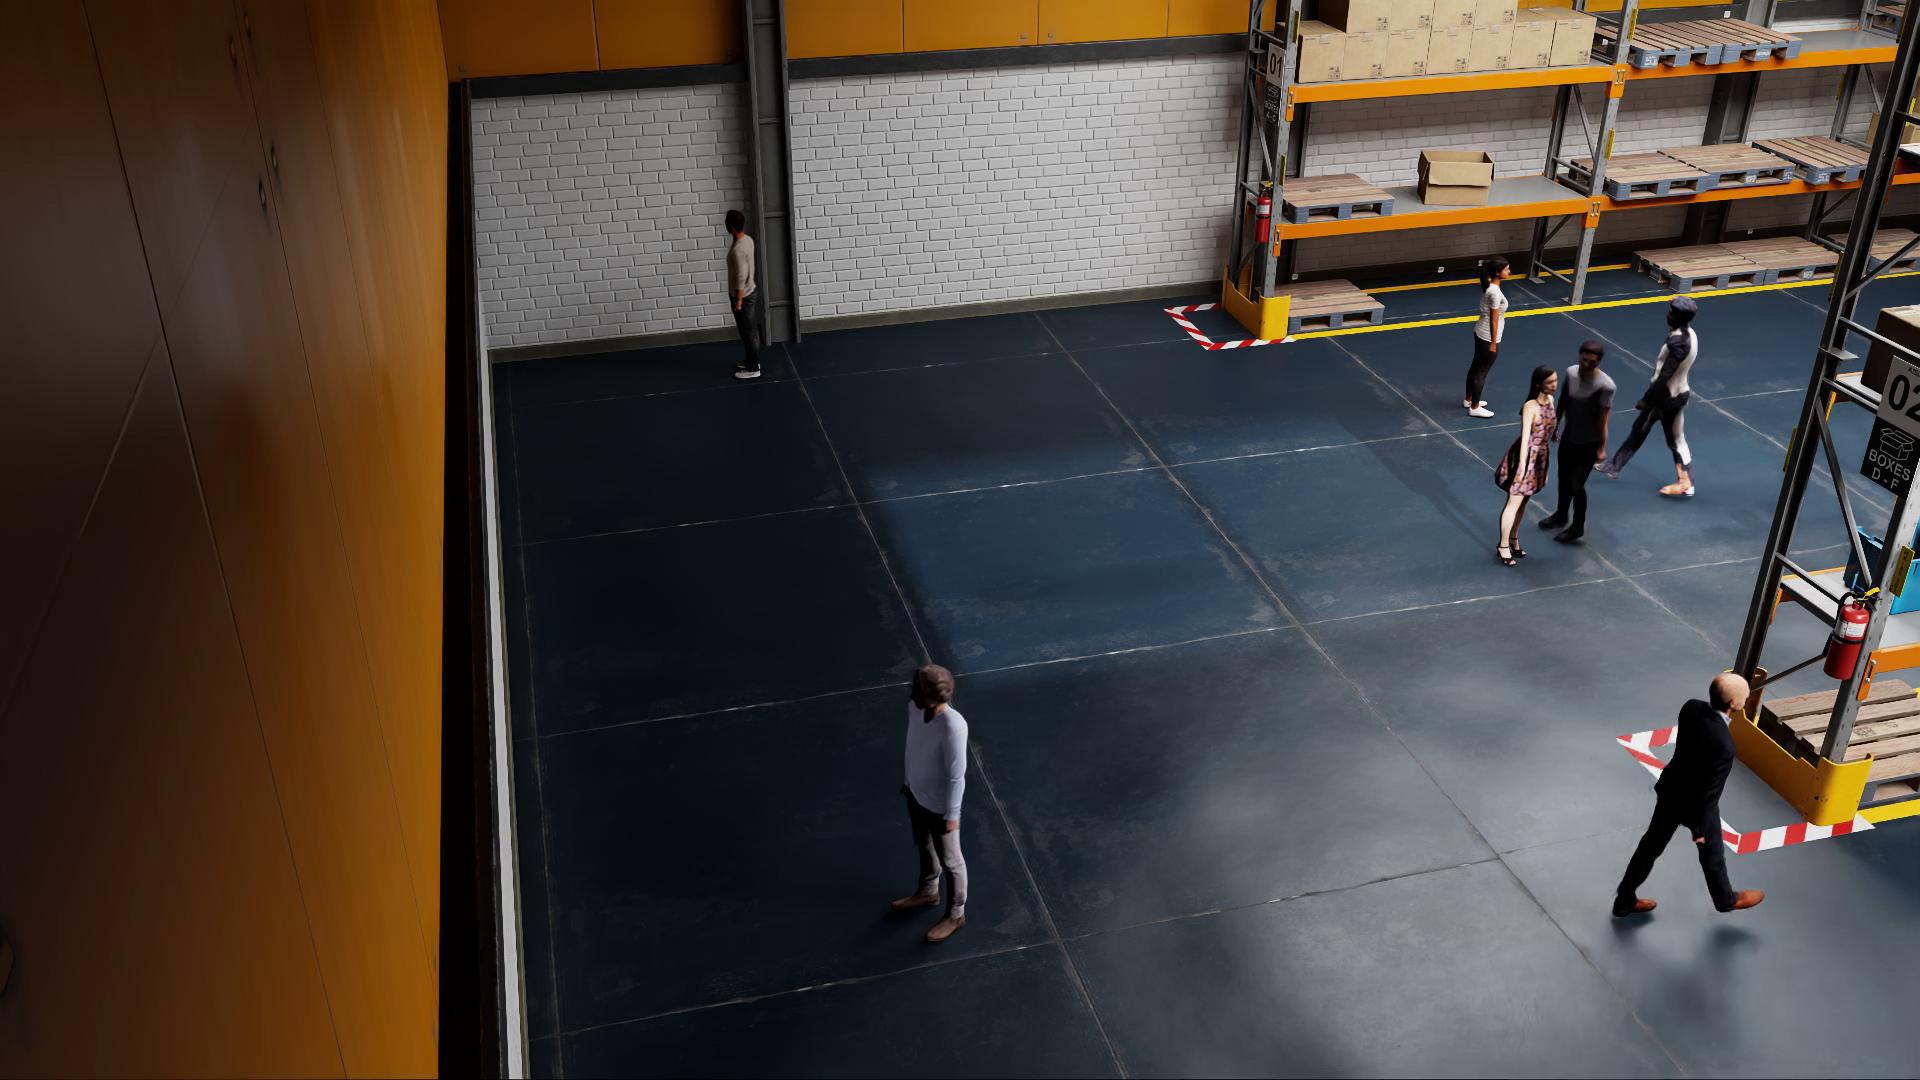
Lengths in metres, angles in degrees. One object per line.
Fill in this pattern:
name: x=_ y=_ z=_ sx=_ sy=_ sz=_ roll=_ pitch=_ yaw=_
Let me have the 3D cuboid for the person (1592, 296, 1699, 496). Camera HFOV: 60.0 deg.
person: x=6.467 y=-1.242 z=14.964 sx=1.269 sy=1.845 sz=1.088 roll=9 pitch=30 yaw=16

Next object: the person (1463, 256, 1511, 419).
person: x=5.274 y=-2.050 z=16.652 sx=0.622 sy=1.647 sz=0.628 roll=2 pitch=29 yaw=3

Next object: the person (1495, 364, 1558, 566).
person: x=4.760 y=-0.638 z=13.931 sx=0.853 sy=1.774 sz=0.771 roll=25 pitch=37 yaw=38

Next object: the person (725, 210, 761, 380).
person: x=-2.259 y=-2.588 z=17.474 sx=0.666 sy=1.804 sz=0.714 roll=1 pitch=29 yaw=2

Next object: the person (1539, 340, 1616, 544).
person: x=5.388 y=-0.862 z=14.269 sx=0.791 sy=1.843 sz=0.830 roll=-11 pitch=30 yaw=-19

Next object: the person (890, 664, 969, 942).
person: x=-0.142 y=1.519 z=9.857 sx=0.693 sy=1.888 sz=0.731 roll=-17 pitch=33 yaw=-29

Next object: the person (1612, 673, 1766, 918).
person: x=4.265 y=1.567 z=9.907 sx=1.149 sy=1.757 sz=0.766 roll=-5 pitch=29 yaw=-9
